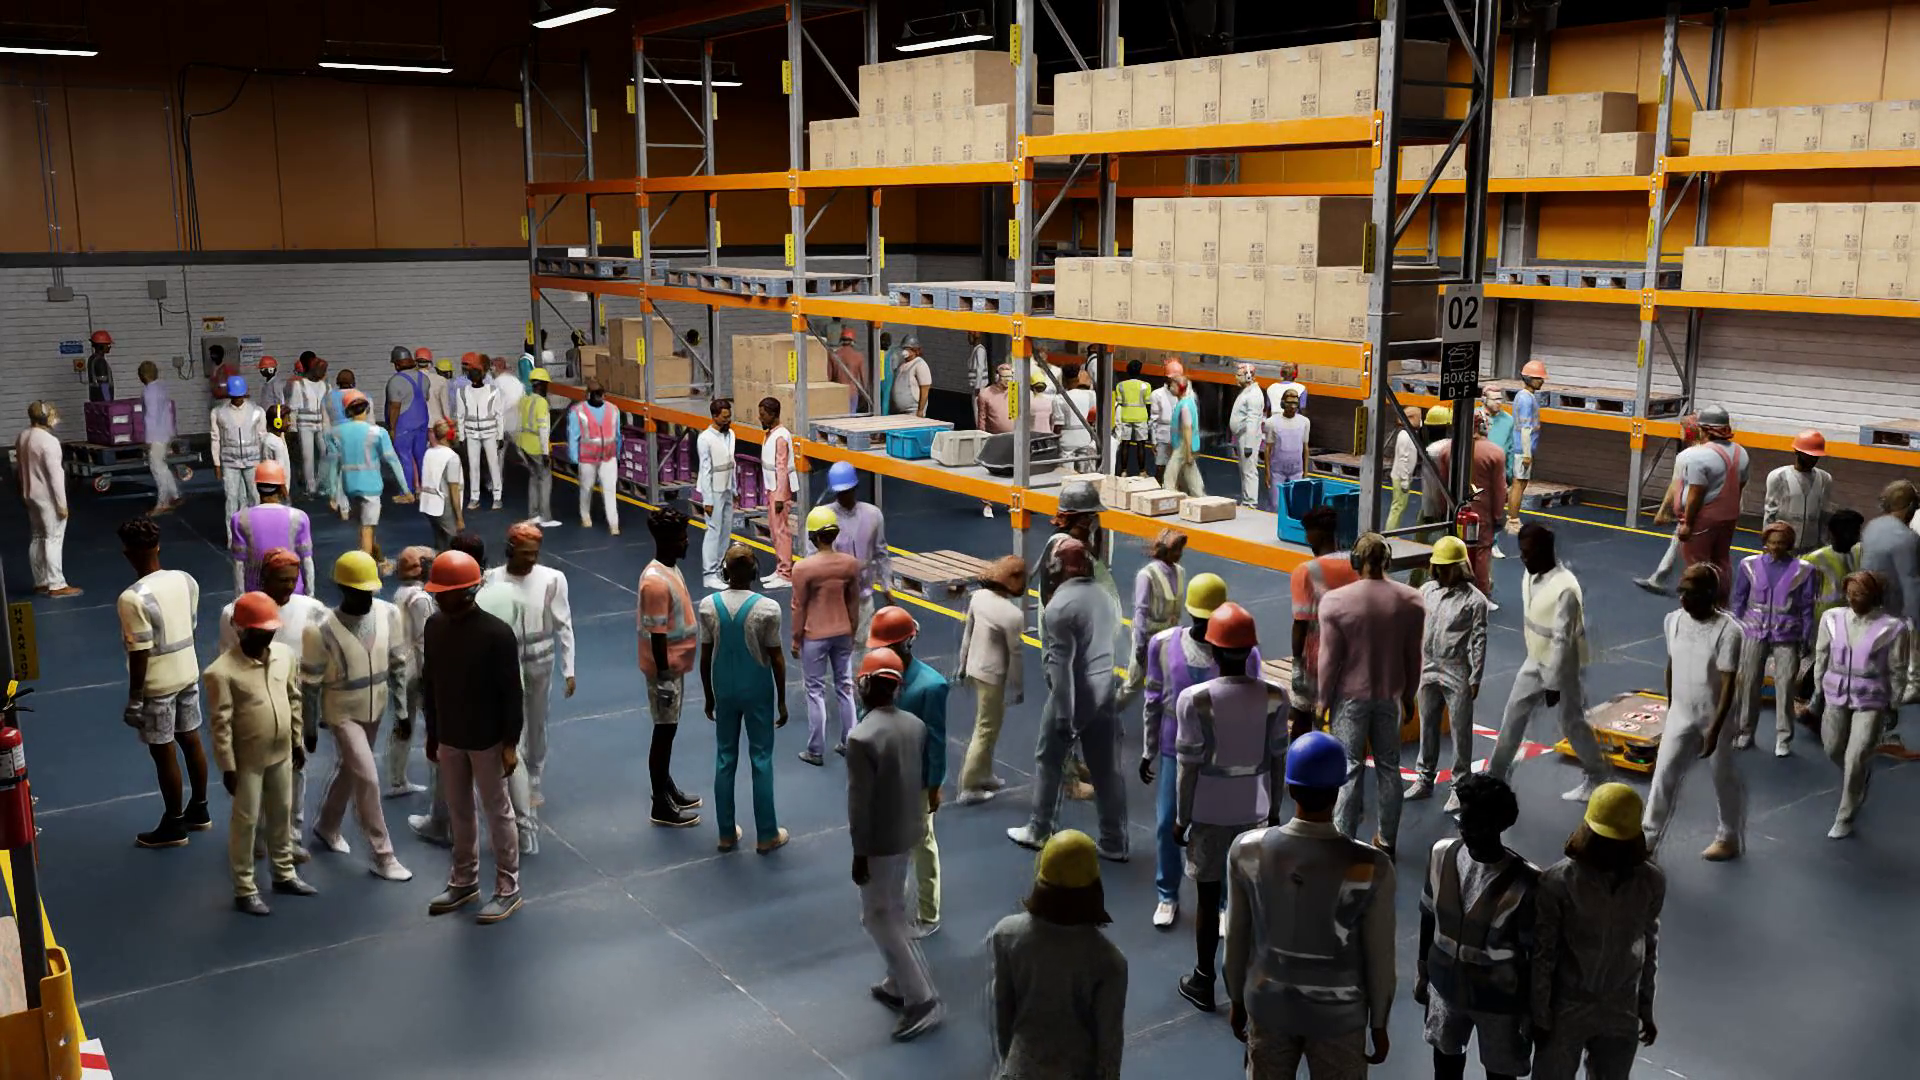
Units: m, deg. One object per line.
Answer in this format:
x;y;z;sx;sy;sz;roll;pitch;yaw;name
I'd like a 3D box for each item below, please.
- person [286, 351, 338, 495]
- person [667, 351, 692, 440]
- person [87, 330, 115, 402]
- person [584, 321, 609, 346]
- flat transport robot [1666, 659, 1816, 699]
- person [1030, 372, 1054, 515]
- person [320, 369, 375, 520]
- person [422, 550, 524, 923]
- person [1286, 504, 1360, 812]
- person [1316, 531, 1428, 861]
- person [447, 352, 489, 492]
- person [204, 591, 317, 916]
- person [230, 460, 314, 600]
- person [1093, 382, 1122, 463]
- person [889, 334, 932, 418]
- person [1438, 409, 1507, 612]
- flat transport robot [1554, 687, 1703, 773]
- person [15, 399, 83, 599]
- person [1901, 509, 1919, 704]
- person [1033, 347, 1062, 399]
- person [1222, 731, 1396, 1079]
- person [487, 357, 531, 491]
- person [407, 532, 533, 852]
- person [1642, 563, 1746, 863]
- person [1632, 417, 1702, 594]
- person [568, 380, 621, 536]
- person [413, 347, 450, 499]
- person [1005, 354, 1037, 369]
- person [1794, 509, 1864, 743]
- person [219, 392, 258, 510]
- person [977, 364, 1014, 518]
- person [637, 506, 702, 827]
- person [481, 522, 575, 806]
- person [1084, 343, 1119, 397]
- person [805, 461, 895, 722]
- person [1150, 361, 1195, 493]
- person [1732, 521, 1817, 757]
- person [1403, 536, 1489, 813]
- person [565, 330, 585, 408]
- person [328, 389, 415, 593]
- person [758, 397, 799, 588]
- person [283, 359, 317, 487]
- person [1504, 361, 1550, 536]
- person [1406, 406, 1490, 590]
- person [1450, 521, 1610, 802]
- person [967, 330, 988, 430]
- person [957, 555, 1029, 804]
-8.618;-1.544;22.069;0.590;1.920;0.398;3;11;13;person
-4.364;-2.087;25.574;0.501;1.633;0.284;3;11;16;person
-12.492;-2.041;24.306;0.403;2.037;0.606;-8;14;-36;person
-6.038;-2.752;28.143;0.631;1.970;0.447;0;11;-1;person
6.309;1.079;12.874;1.431;0.197;0.652;1;11;7;flat transport robot
0.966;-1.201;20.706;0.528;1.767;0.330;-5;12;-24;person
-7.453;-1.164;20.321;0.624;1.844;0.430;-3;12;-17;person
-2.579;1.024;8.734;0.621;1.989;0.398;5;12;26;person
2.269;0.719;10.495;0.612;1.902;0.983;-4;12;-21;person
2.324;0.902;9.502;0.630;1.938;0.372;-1;11;-7;person
-6.587;-1.558;22.193;0.599;1.901;0.432;-3;12;-16;person
-3.713;1.123;8.874;0.357;1.743;0.567;5;12;25;person
-5.059;0.370;12.283;0.558;1.921;0.387;-5;12;-23;person
1.793;-1.213;21.088;0.523;1.640;0.306;5;12;24;person
-0.738;-1.888;23.515;0.539;2.000;0.689;-7;13;-32;person
4.812;-0.274;15.608;0.643;1.905;0.400;9;15;40;person
4.801;1.314;11.671;0.652;0.197;1.431;11;15;43;flat transport robot
-8.883;-0.397;16.153;0.635;1.936;0.358;7;13;34;person
7.316;0.349;12.448;0.399;1.893;0.656;-4;12;-19;person
1.210;-1.920;24.315;0.591;1.797;0.961;0;11;0;person
1.217;1.621;5.828;0.604;1.939;0.415;6;12;27;person
-5.968;-1.526;22.235;1.045;1.832;0.649;6;12;27;person
-2.887;0.882;9.765;0.938;1.878;0.596;7;13;31;person
4.151;1.002;9.388;0.977;1.789;0.506;-7;13;-34;person
6.967;-0.284;15.943;0.573;1.791;0.971;-10;15;-42;person
-4.287;-0.987;19.539;0.643;1.801;0.957;-6;13;-28;person
-7.015;-1.532;21.842;0.627;1.985;0.409;-3;11;-14;person
1.019;-2.284;26.097;0.630;1.824;0.467;2;11;10;person
6.268;0.598;11.788;0.545;1.638;0.893;-4;12;-18;person
-9.068;-1.216;20.965;0.486;1.694;0.934;-2;11;-8;person
0.528;-1.209;20.425;0.642;1.901;0.397;-3;11;-13;person
-1.777;0.757;10.165;0.361;1.964;0.616;-1;11;-4;person
-2.666;0.813;10.195;0.591;1.839;0.873;-4;12;-20;person
2.055;-1.992;24.049;0.535;2.000;0.680;-1;11;-6;person
-0.823;0.368;12.219;0.646;1.944;0.410;-5;12;-25;person
2.616;-1.242;20.523;0.544;1.928;0.399;1;11;5;person
5.599;0.668;11.487;0.521;1.631;0.322;8;13;34;person
3.022;0.829;10.376;0.318;1.741;0.493;-10;15;-41;person
-6.144;-2.449;26.821;0.519;1.873;0.335;10;15;41;person
-5.820;-0.506;16.553;0.740;1.981;1.019;2;11;11;person
-1.821;-0.480;16.660;0.401;1.909;0.599;-3;12;-16;person
-8.976;-1.613;22.843;0.330;1.750;0.573;8;14;37;person
6.572;-1.059;19.273;0.387;2.039;0.615;3;11;13;person
4.680;-0.347;16.025;0.595;1.896;0.899;-10;15;-40;person
3.675;0.775;10.417;1.037;1.844;0.656;-2;11;-8;person
0.281;-2.557;27.362;0.360;1.877;0.588;-1;11;-7;person
0.229;0.877;10.487;0.560;1.595;0.546;-6;13;-30;person
